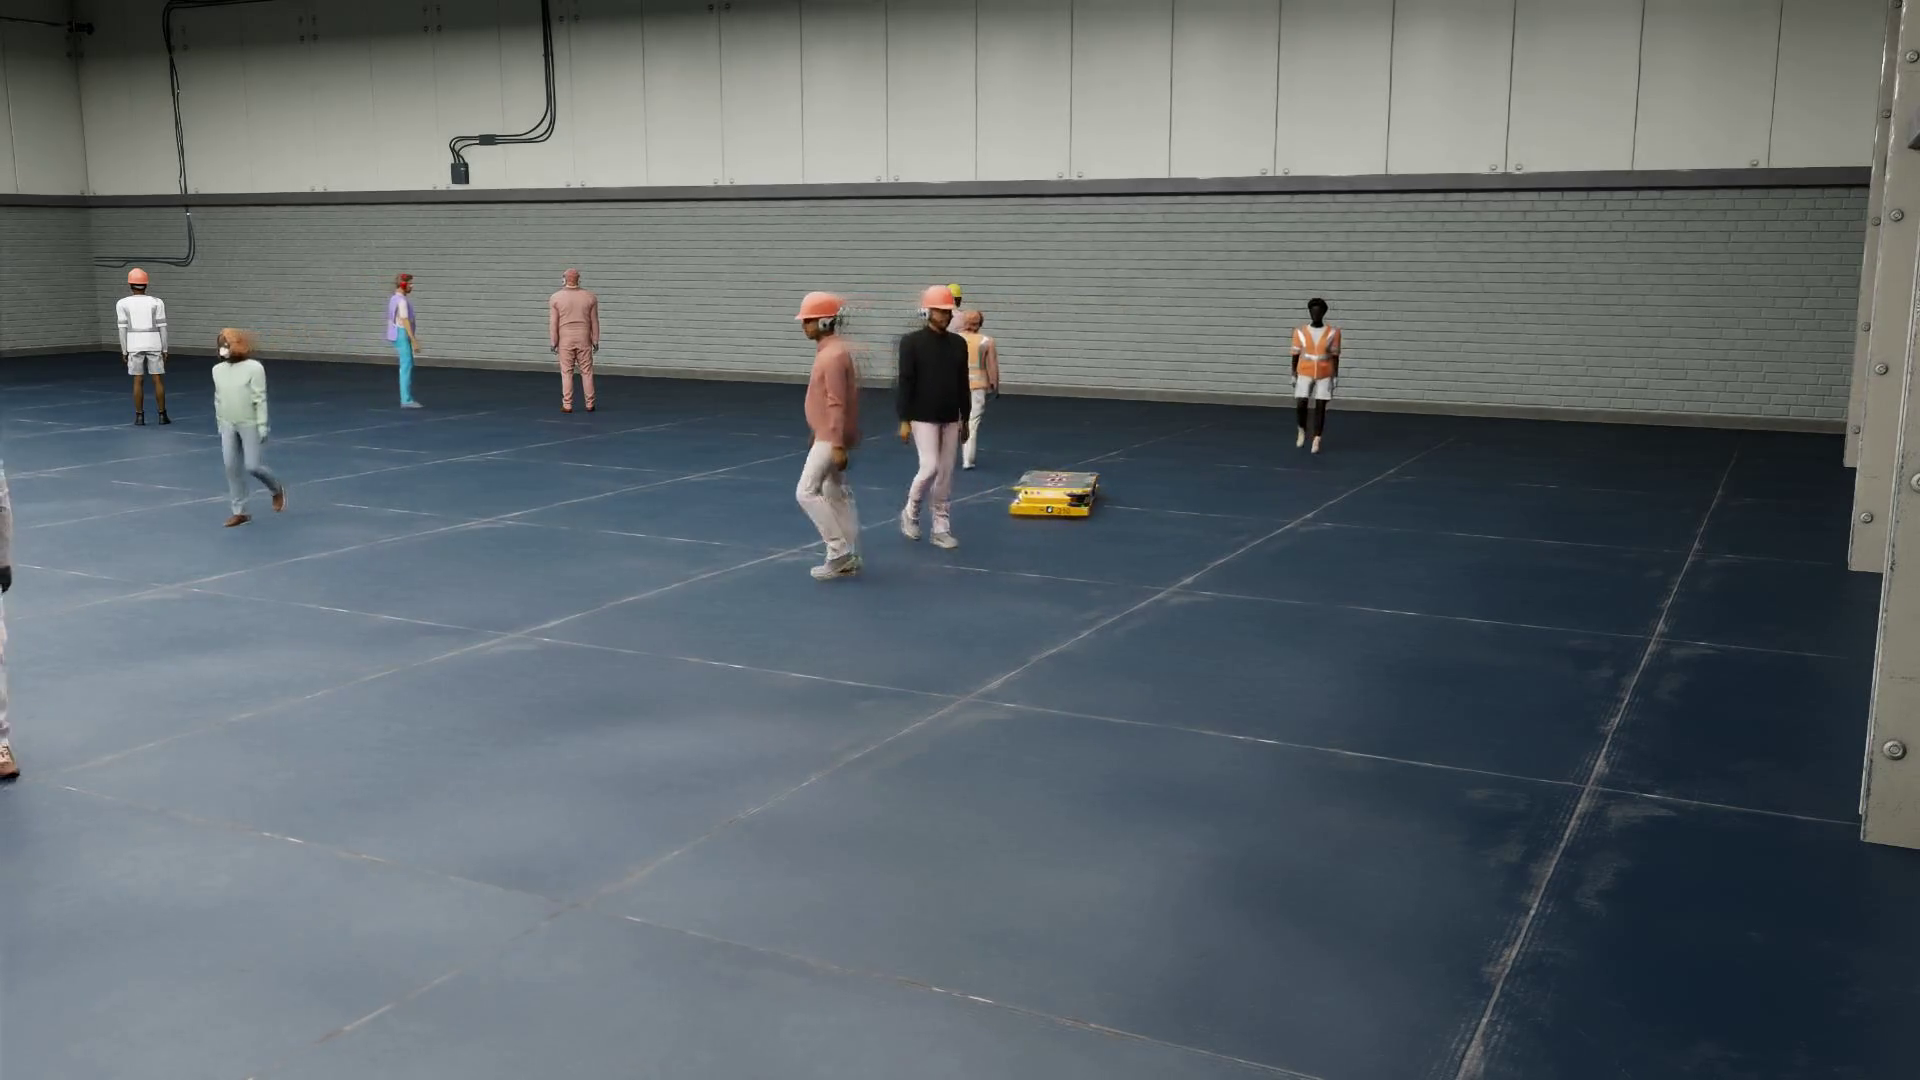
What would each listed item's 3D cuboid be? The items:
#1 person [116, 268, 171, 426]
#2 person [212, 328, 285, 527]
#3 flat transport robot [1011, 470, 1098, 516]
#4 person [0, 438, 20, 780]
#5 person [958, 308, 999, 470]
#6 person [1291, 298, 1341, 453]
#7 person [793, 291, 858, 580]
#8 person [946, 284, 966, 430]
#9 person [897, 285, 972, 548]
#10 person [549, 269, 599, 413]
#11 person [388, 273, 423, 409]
[{"bbox_3d":[-10.112,-2.385,20.620,0.547,1.942,0.345,-5,11,-24],"label":"person"},{"bbox_3d":[-5.823,-0.927,13.561,0.509,1.613,0.500,3,11,14],"label":"person"},{"bbox_3d":[0.838,-0.420,14.463,0.652,0.197,1.431,1,10,8],"label":"flat transport robot"},{"bbox_3d":[-4.366,0.120,7.106,0.664,1.877,0.758,-9,14,-40],"label":"person"},{"bbox_3d":[0.146,-1.544,16.921,0.544,1.600,0.821,3,11,17],"label":"person"},{"bbox_3d":[3.853,-1.780,18.033,0.535,1.685,0.361,2,11,13],"label":"person"},{"bbox_3d":[-0.910,-0.696,11.336,0.451,1.974,0.623,-1,10,-3],"label":"person"},{"bbox_3d":[-0.090,-2.208,20.137,0.525,1.769,0.313,9,14,40],"label":"person"},{"bbox_3d":[-0.176,-0.921,12.514,0.638,1.984,0.441,-8,13,-36],"label":"person"},{"bbox_3d":[-5.136,-2.647,22.152,0.651,1.904,0.403,-4,11,-22],"label":"person"},{"bbox_3d":[-7.564,-2.696,22.614,0.411,1.836,0.571,-4,11,-22],"label":"person"}]
